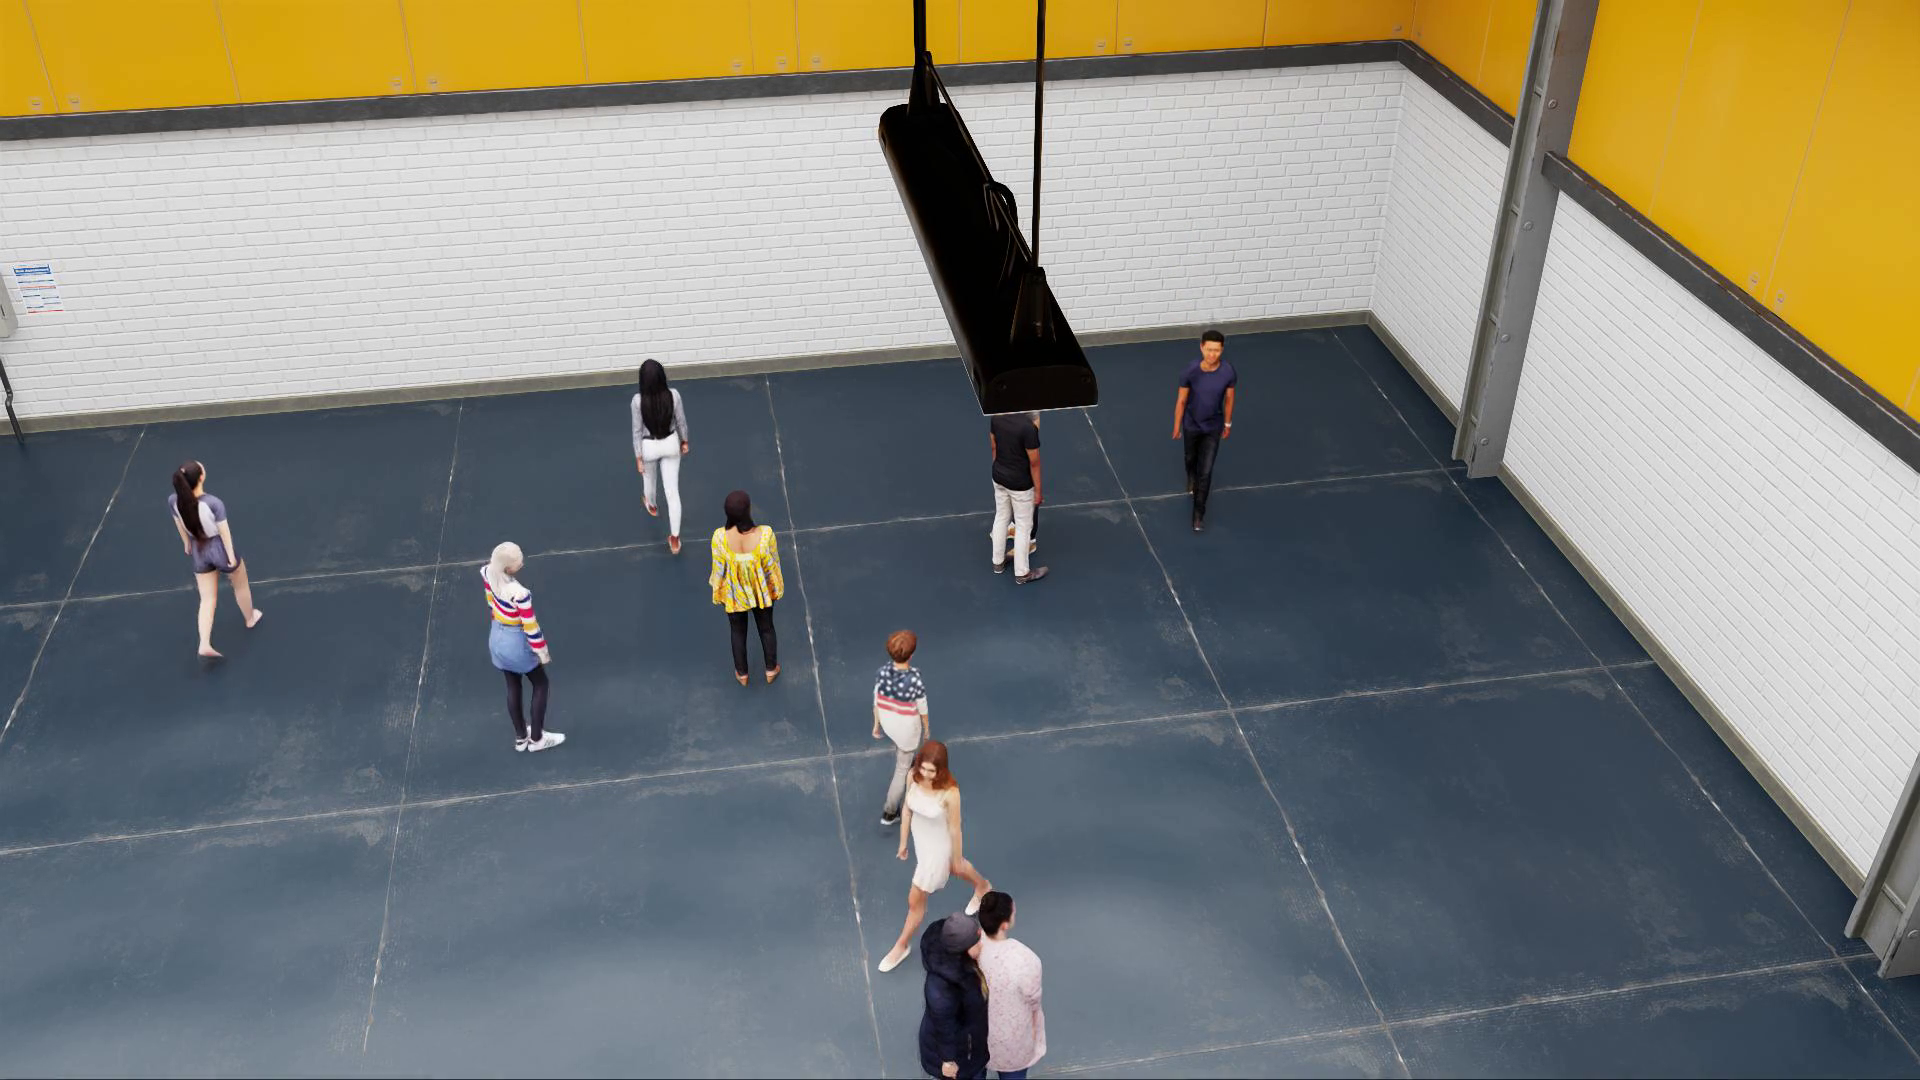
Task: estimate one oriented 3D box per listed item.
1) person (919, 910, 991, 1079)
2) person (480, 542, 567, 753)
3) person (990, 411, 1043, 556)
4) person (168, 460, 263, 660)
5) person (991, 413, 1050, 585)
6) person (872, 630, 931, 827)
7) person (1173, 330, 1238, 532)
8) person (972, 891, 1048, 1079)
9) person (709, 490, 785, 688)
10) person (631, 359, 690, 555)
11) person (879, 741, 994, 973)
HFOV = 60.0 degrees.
[{"bbox_3d":[-0.038,2.618,8.880,0.833,1.673,0.729,8,34,12],"label":"person"},{"bbox_3d":[-3.120,0.716,11.644,0.713,1.781,0.772,12,36,18],"label":"person"},{"bbox_3d":[0.502,-0.741,13.732,0.760,1.896,0.568,-12,36,-18],"label":"person"},{"bbox_3d":[-5.709,0.164,12.620,0.768,1.619,1.067,2,34,4],"label":"person"},{"bbox_3d":[0.440,-0.476,13.415,0.733,1.805,0.819,28,43,35],"label":"person"},{"bbox_3d":[-0.417,1.271,11.148,0.881,1.407,1.026,15,36,21],"label":"person"},{"bbox_3d":[2.085,-1.025,14.284,0.903,1.758,1.207,5,34,8],"label":"person"},{"bbox_3d":[0.186,2.549,8.922,0.799,1.741,0.822,14,36,20],"label":"person"},{"bbox_3d":[-1.568,0.369,12.283,0.697,1.651,0.728,-5,34,-7],"label":"person"},{"bbox_3d":[-2.472,-0.666,13.809,0.727,1.686,1.122,-10,35,-15],"label":"person"},{"bbox_3d":[-0.092,1.807,10.114,1.024,1.657,1.153,-26,41,-33],"label":"person"}]
